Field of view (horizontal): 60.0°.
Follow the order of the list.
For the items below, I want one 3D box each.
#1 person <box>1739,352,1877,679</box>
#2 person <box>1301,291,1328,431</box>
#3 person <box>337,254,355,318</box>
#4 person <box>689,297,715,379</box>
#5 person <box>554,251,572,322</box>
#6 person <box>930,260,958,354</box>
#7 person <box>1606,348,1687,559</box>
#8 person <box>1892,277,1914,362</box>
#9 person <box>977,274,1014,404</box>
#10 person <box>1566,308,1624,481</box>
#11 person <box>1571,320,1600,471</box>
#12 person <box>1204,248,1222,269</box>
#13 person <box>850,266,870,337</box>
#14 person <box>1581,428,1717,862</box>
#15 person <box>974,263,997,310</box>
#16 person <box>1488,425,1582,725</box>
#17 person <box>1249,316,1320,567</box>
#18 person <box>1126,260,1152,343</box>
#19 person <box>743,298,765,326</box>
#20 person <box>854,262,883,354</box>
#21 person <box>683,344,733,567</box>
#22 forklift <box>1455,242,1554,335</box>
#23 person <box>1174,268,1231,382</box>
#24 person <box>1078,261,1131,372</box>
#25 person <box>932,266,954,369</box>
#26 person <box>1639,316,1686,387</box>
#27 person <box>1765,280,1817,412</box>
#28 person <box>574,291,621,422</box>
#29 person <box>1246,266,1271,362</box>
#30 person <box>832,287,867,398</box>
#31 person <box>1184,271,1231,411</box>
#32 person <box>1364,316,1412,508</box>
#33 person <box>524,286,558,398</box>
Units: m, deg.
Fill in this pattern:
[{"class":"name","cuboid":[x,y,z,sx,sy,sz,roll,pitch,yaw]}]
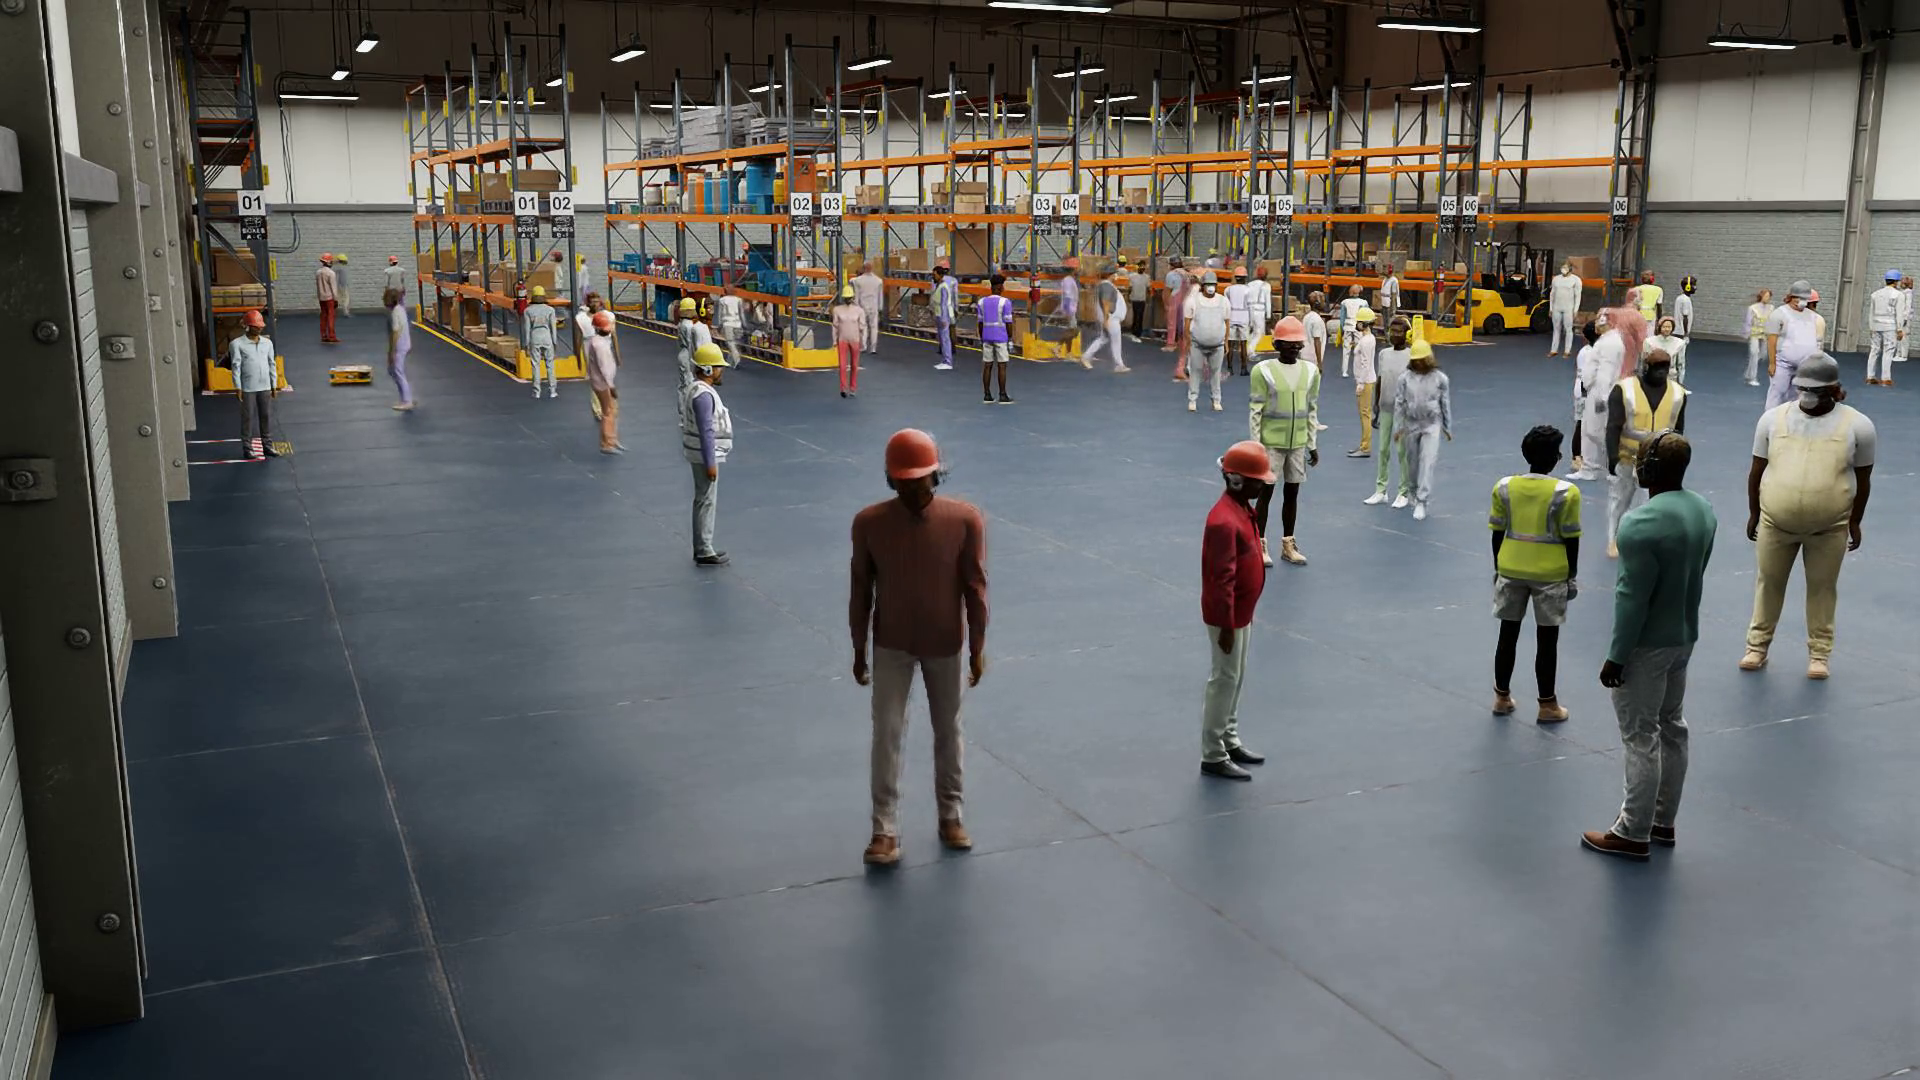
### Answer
[{"class":"person","cuboid":[5.236,-0.154,10.311,0.685,2.000,0.535,7,13,33]},{"class":"person","cuboid":[4.713,-2.378,22.112,0.342,1.846,0.509,-1,11,-6]},{"class":"person","cuboid":[-17.032,-6.971,45.697,0.559,1.756,0.523,-6,13,-27]},{"class":"person","cuboid":[-3.126,-2.020,20.277,0.327,1.861,0.506,0,11,0]},{"class":"person","cuboid":[-10.530,-6.694,44.002,0.828,1.851,0.602,1,11,3]},{"class":"person","cuboid":[-0.331,-4.740,33.928,0.574,1.924,0.451,-1,11,-6]},{"class":"person","cuboid":[5.581,-0.668,13.583,0.640,1.792,0.978,2,11,8]},{"class":"person","cuboid":[18.347,-4.286,32.333,0.312,1.642,0.512,4,12,18]},{"class":"person","cuboid":[0.550,-3.032,25.142,0.603,1.962,0.368,7,13,32]},{"class":"person","cuboid":[6.912,-1.548,17.855,0.621,1.865,0.707,3,12,16]},{"class":"person","cuboid":[7.038,-1.610,18.579,0.315,1.700,0.540,8,14,36]},{"class":"person","cuboid":[7.541,-7.830,49.900,0.598,1.819,0.423,-7,13,-31]},{"class":"person","cuboid":[-2.321,-5.559,38.790,0.522,1.645,0.306,1,11,6]},{"class":"person","cuboid":[3.081,0.466,7.425,0.631,1.940,0.372,-9,14,-39]},{"class":"person","cuboid":[0.623,-6.252,41.340,0.633,2.024,0.455,-4,12,-20]},{"class":"person","cuboid":[3.251,0.195,9.423,0.529,1.694,0.321,10,15,41]},{"class":"person","cuboid":[2.654,-0.798,13.583,0.605,2.044,0.374,-3,12,-16]},{"class":"person","cuboid":[3.985,-5.276,36.831,0.560,1.846,0.596,-3,11,-13]},{"class":"person","cuboid":[-5.216,-6.326,42.542,0.560,1.711,0.892,-9,14,-38]},{"class":"person","cuboid":[-1.924,-4.793,34.356,0.662,1.849,1.006,-4,12,-20]},{"class":"person","cuboid":[-2.058,-0.690,13.610,0.404,1.824,0.586,-2,11,-10]},{"class":"forklift","cuboid":[13.047,-6.049,39.881,2.313,2.155,1.214,-5,12,-23]},{"class":"person","cuboid":[4.125,-3.642,28.282,1.014,1.940,0.633,1,11,5]},{"class":"person","cuboid":[2.639,-4.075,30.240,0.889,2.000,0.687,0,11,1]},{"class":"person","cuboid":[-0.318,-4.115,30.799,0.389,1.907,0.589,-2,11,-11]},{"class":"person","cuboid":[8.566,-1.915,20.317,0.519,1.633,0.313,4,12,19]},{"class":"person","cuboid":[10.541,-2.259,21.010,0.683,2.000,0.538,-3,11,-13]},{"class":"person","cuboid":[-5.090,-2.573,23.202,0.573,1.813,0.832,-6,13,-30]},{"class":"person","cuboid":[5.701,-4.360,32.130,0.635,1.870,0.591,-7,13,-32]},{"class":"person","cuboid":[-1.726,-3.073,25.937,0.547,1.717,0.877,-1,11,-3]},{"class":"person","cuboid":[3.615,-2.896,24.251,0.683,2.000,0.537,0,11,-2]},{"class":"person","cuboid":[4.265,-1.254,16.335,0.511,1.874,0.328,11,15,44]},{"class":"person","cuboid":[-6.568,-3.103,26.063,0.493,1.740,0.325,-3,12,-16]}]
